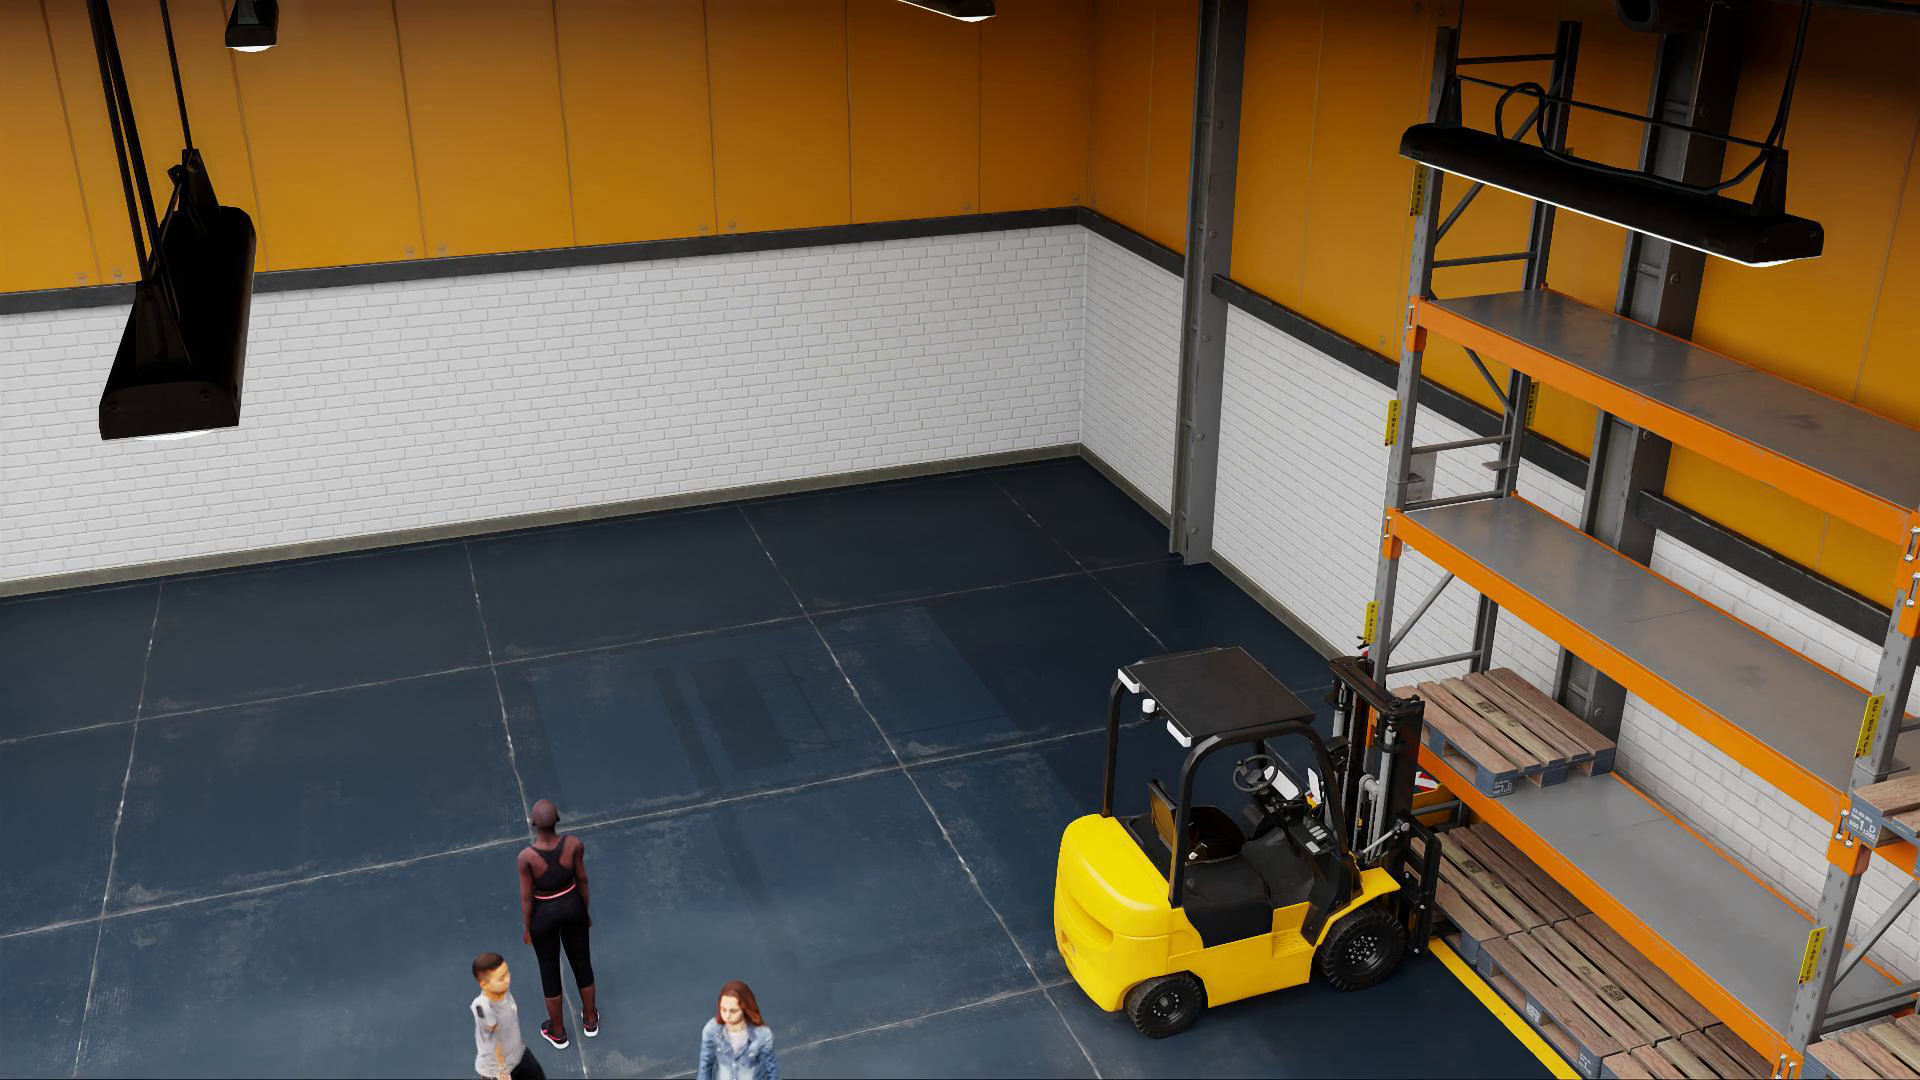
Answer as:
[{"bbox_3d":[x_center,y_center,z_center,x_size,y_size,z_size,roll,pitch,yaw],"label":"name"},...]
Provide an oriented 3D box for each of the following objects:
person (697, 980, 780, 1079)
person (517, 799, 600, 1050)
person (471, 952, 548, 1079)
[{"bbox_3d":[-1.181,3.023,9.256,0.855,1.453,0.987,5,24,11],"label":"person"},{"bbox_3d":[-2.501,2.374,10.362,0.613,1.757,0.575,-13,27,-26],"label":"person"},{"bbox_3d":[-2.693,2.915,9.515,0.840,1.443,0.804,3,24,7],"label":"person"}]
